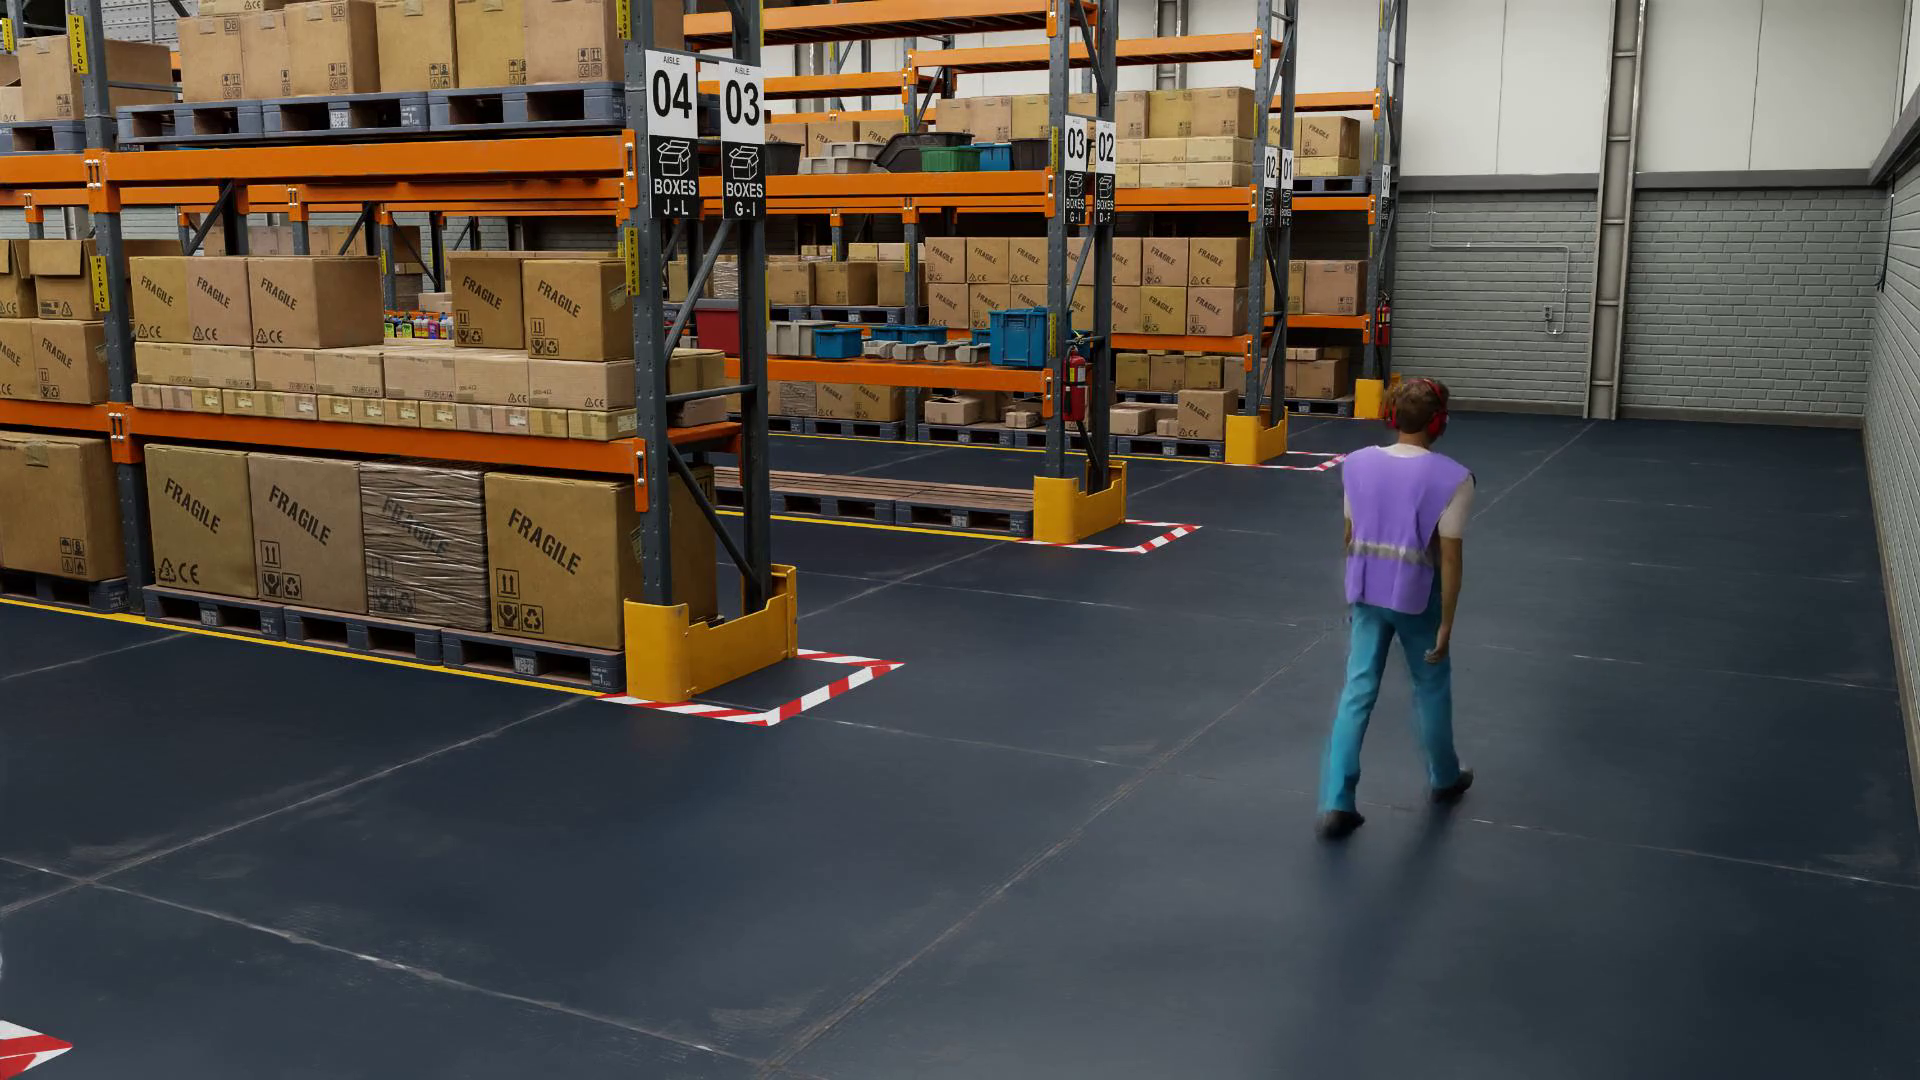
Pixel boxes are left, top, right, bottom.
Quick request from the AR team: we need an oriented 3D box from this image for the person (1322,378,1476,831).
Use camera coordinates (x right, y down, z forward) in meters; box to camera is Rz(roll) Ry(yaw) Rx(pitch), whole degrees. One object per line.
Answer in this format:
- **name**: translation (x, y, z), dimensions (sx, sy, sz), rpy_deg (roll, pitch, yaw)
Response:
- **person**: translation (1.773, 0.250, 6.670), dimensions (0.572, 1.795, 0.988), rpy_deg (8, 13, 38)
